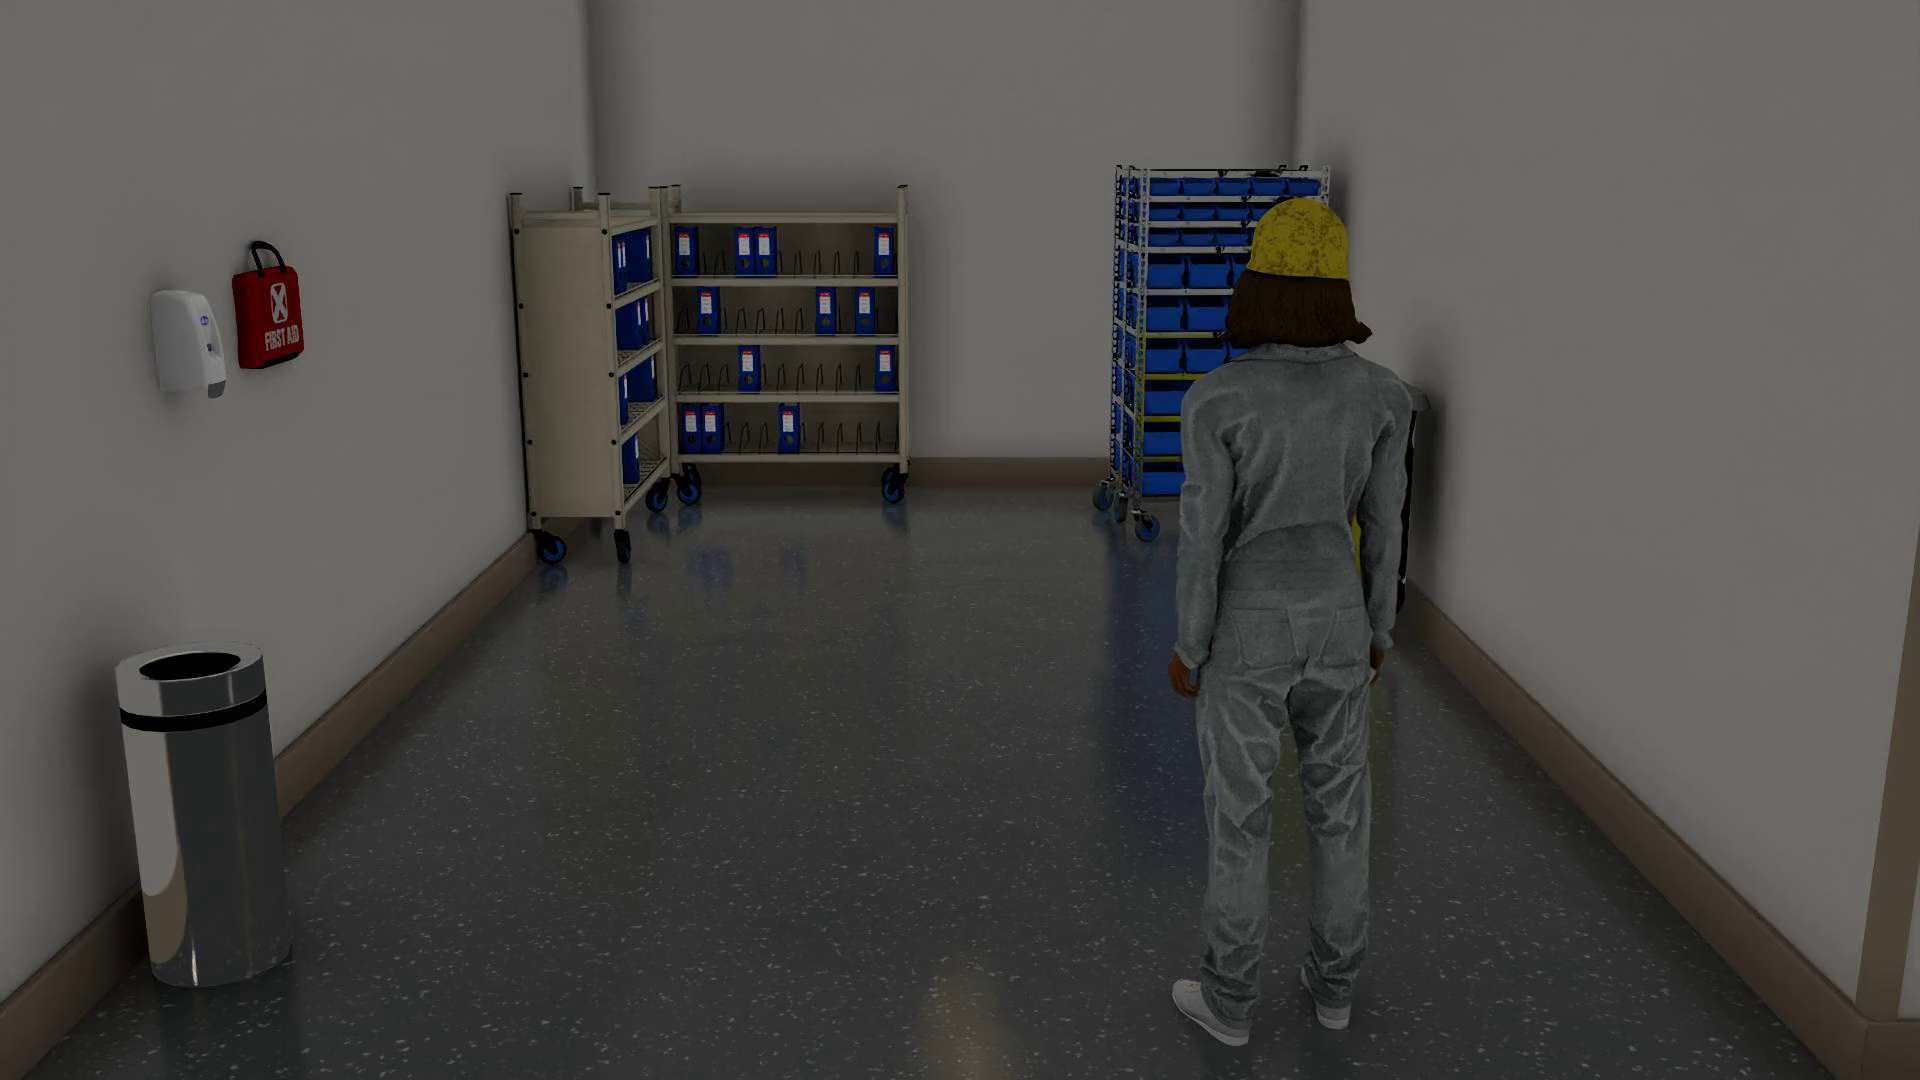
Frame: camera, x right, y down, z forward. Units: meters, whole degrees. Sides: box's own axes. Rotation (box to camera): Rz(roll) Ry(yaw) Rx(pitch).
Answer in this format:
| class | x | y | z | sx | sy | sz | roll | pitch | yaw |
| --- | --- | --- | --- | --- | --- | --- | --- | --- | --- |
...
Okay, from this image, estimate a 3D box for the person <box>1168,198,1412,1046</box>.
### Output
| class | x | y | z | sx | sy | sz | roll | pitch | yaw |
| --- | --- | --- | --- | --- | --- | --- | --- | --- | --- |
| person | 0.660 | 0.186 | 3.424 | 0.492 | 1.744 | 0.295 | -3 | 14 | -13 |
